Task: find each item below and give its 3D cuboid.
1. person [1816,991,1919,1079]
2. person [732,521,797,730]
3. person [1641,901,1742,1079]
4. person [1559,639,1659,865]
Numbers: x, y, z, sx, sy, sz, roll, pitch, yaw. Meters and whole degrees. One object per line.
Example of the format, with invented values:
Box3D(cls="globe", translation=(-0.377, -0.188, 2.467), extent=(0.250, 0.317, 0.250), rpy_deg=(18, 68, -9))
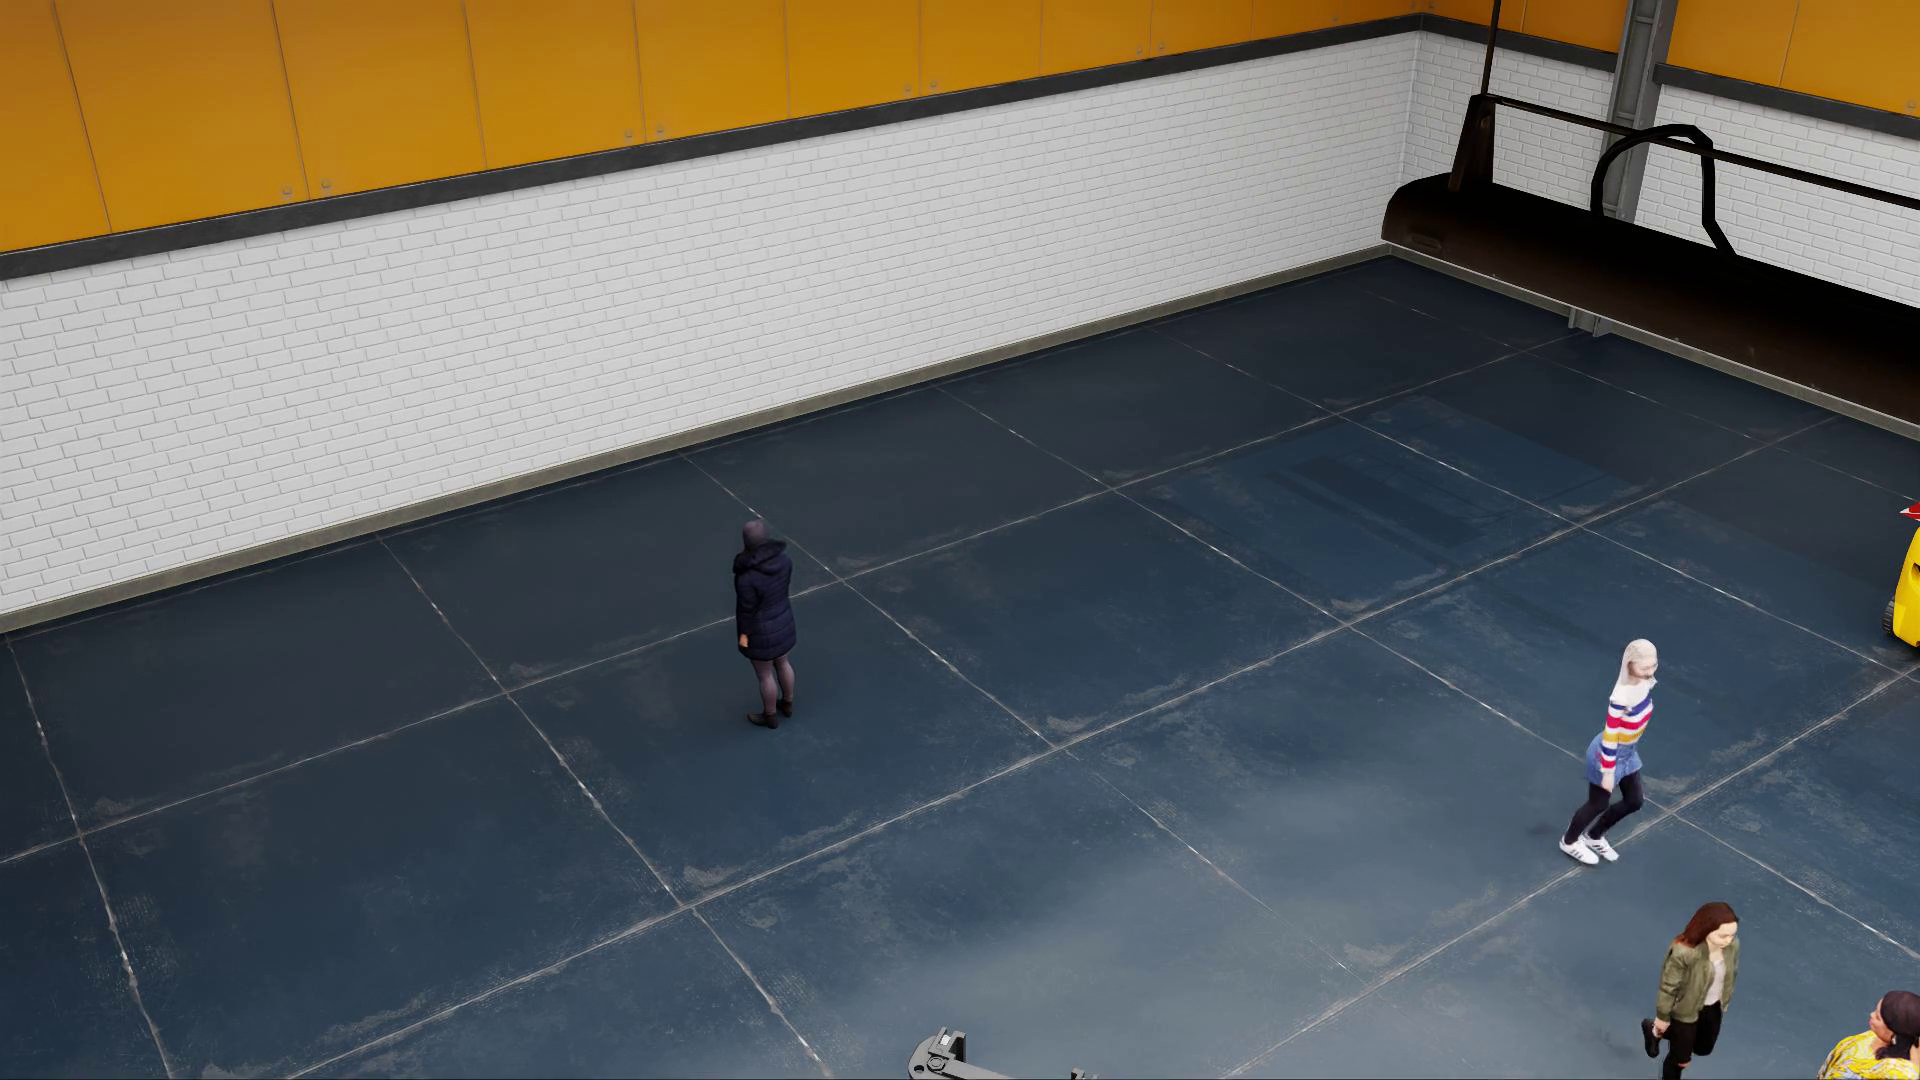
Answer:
Box3D(cls="person", translation=(4.346, 2.803, 7.983), extent=(0.927, 1.655, 0.876), rpy_deg=(10, 30, 18))
Box3D(cls="person", translation=(-1.398, 0.601, 12.002), extent=(0.763, 1.672, 0.761), rpy_deg=(18, 34, 30))
Box3D(cls="person", translation=(3.860, 2.437, 8.854), extent=(0.766, 1.463, 0.895), rpy_deg=(-10, 30, -17))
Box3D(cls="person", translation=(4.088, 1.335, 10.546), extent=(0.714, 1.778, 0.728), rpy_deg=(23, 36, 35))
